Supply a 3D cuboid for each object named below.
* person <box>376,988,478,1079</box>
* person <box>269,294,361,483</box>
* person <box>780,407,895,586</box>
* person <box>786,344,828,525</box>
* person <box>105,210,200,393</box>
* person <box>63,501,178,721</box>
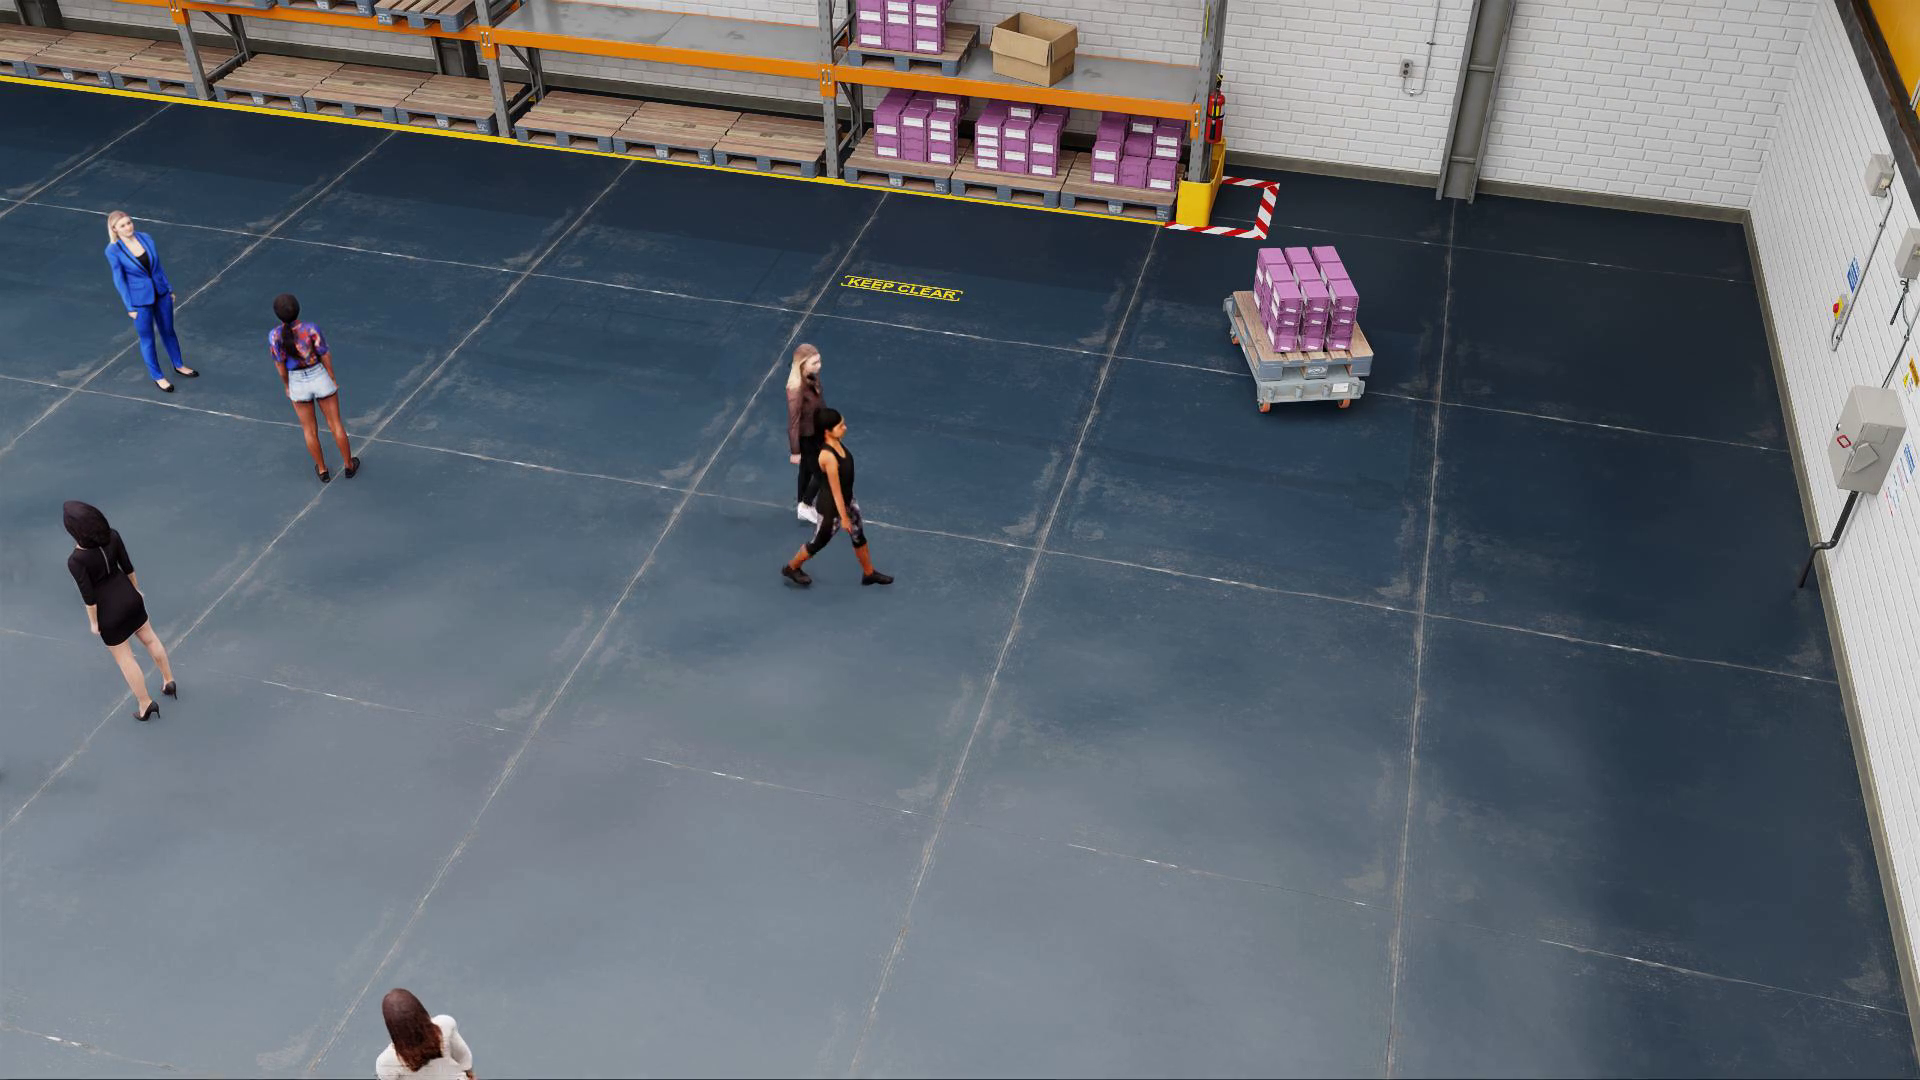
[{"bbox_3d":[-2.630,2.883,8.473,0.733,1.683,0.723,30,47,32],"label":"person"},{"bbox_3d":[-5.312,-1.253,13.603,0.622,1.742,0.728,-11,40,-14],"label":"person"},{"bbox_3d":[-1.022,-0.270,12.468,1.147,1.623,0.734,2,39,3],"label":"person"},{"bbox_3d":[-1.290,-0.831,13.115,0.563,1.693,0.637,8,39,10],"label":"person"},{"bbox_3d":[-7.216,-2.142,14.751,0.635,1.700,0.674,21,43,24],"label":"person"},{"bbox_3d":[-5.762,0.482,11.381,0.507,1.805,0.619,14,41,16],"label":"person"}]
